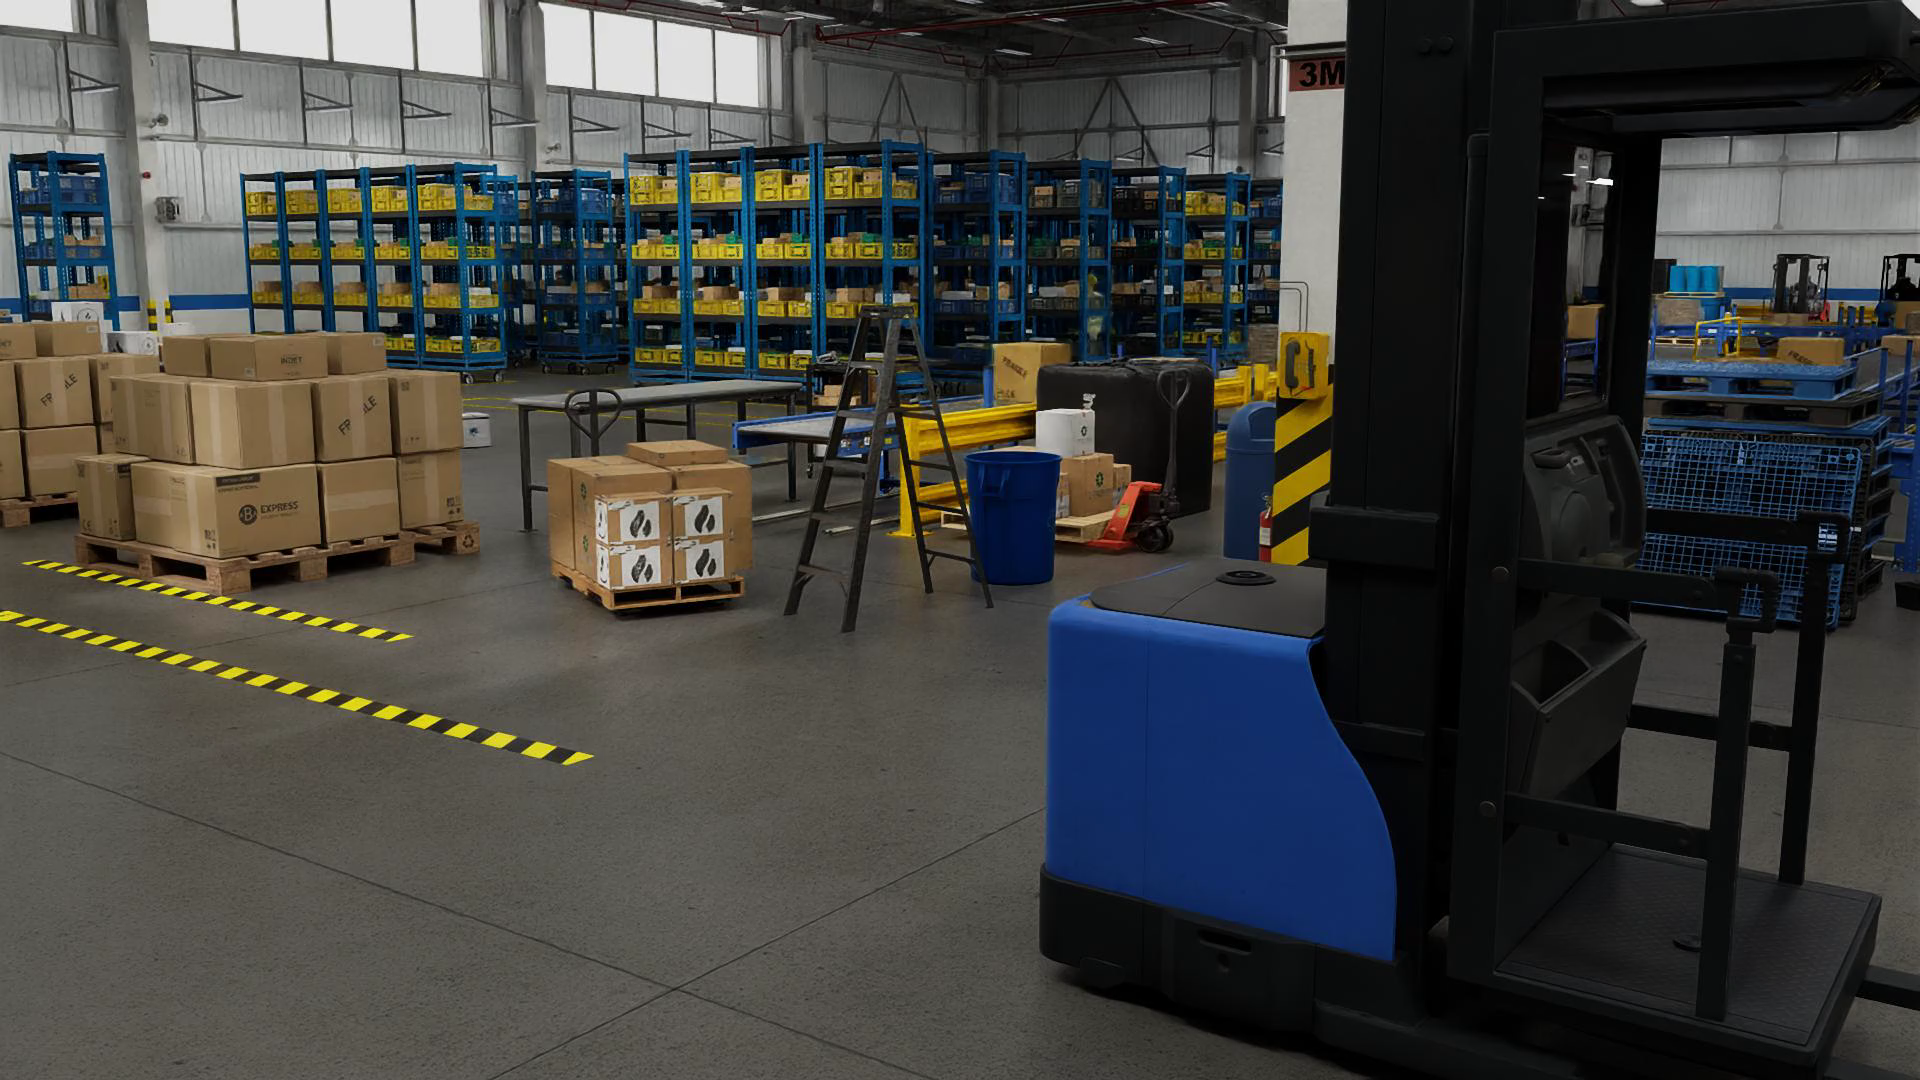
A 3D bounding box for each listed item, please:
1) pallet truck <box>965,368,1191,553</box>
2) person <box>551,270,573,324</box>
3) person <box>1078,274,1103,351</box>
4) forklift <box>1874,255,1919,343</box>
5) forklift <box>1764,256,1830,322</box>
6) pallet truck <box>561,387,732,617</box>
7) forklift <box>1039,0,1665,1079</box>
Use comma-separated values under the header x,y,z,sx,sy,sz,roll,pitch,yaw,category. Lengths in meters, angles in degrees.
x,y,z,sx,sy,sz,roll,pitch,yaw,category
0.845,-0.609,11.869,1.630,1.274,0.653,7,12,35,pallet truck
-9.244,-5.377,38.710,0.574,1.826,0.770,4,11,25,person
2.283,-3.578,28.070,0.785,1.811,0.599,4,10,21,person
22.089,-5.634,38.796,1.157,1.987,2.680,6,11,33,forklift
20.253,-5.854,40.139,1.157,1.987,2.680,7,12,35,forklift
-1.981,-0.274,10.088,0.680,1.201,1.601,-5,11,-28,pallet truck
1.249,-0.137,4.360,1.873,2.768,1.129,7,12,35,forklift
